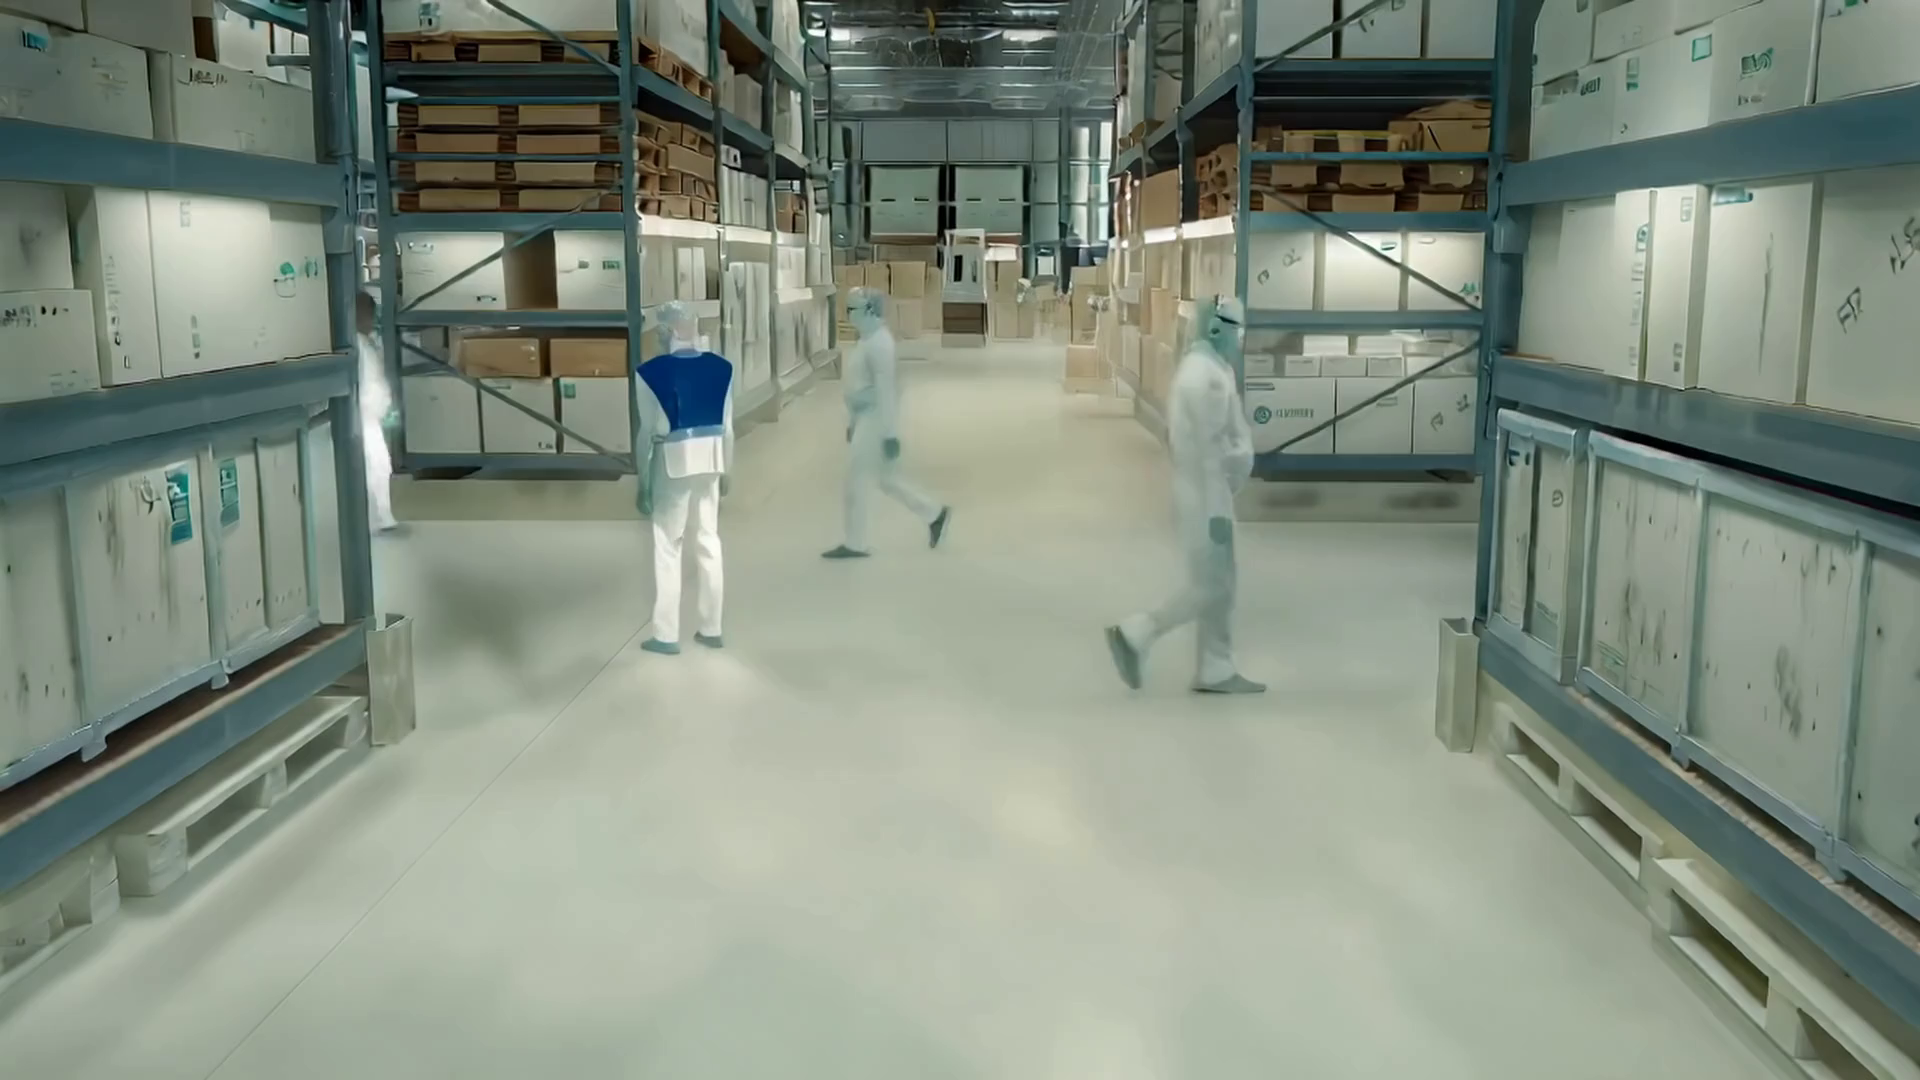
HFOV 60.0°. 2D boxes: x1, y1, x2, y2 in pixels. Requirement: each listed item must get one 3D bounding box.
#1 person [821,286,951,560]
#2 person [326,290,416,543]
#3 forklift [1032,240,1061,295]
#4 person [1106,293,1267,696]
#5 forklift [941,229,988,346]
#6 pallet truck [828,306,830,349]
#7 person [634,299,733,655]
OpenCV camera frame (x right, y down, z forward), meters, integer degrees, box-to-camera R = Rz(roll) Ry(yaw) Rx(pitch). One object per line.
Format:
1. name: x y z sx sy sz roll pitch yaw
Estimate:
1. person: -0.508 -0.799 11.393 0.852 1.872 0.625 -1 10 -8
2. person: -4.243 -0.892 12.080 0.747 1.816 0.641 -1 10 -5
3. forklift: 3.172 -9.648 61.356 1.129 2.768 1.873 0 9 1
4. person: 1.074 -0.189 7.664 0.656 1.886 0.645 1 10 8
5. forklift: 0.124 -6.117 40.203 1.129 2.768 1.873 0 9 1
6. pallet truck: -3.100 -3.940 29.800 1.885 1.965 0.823 3 10 19
7. person: -1.411 -0.320 8.613 0.565 1.837 0.391 -8 12 -40
